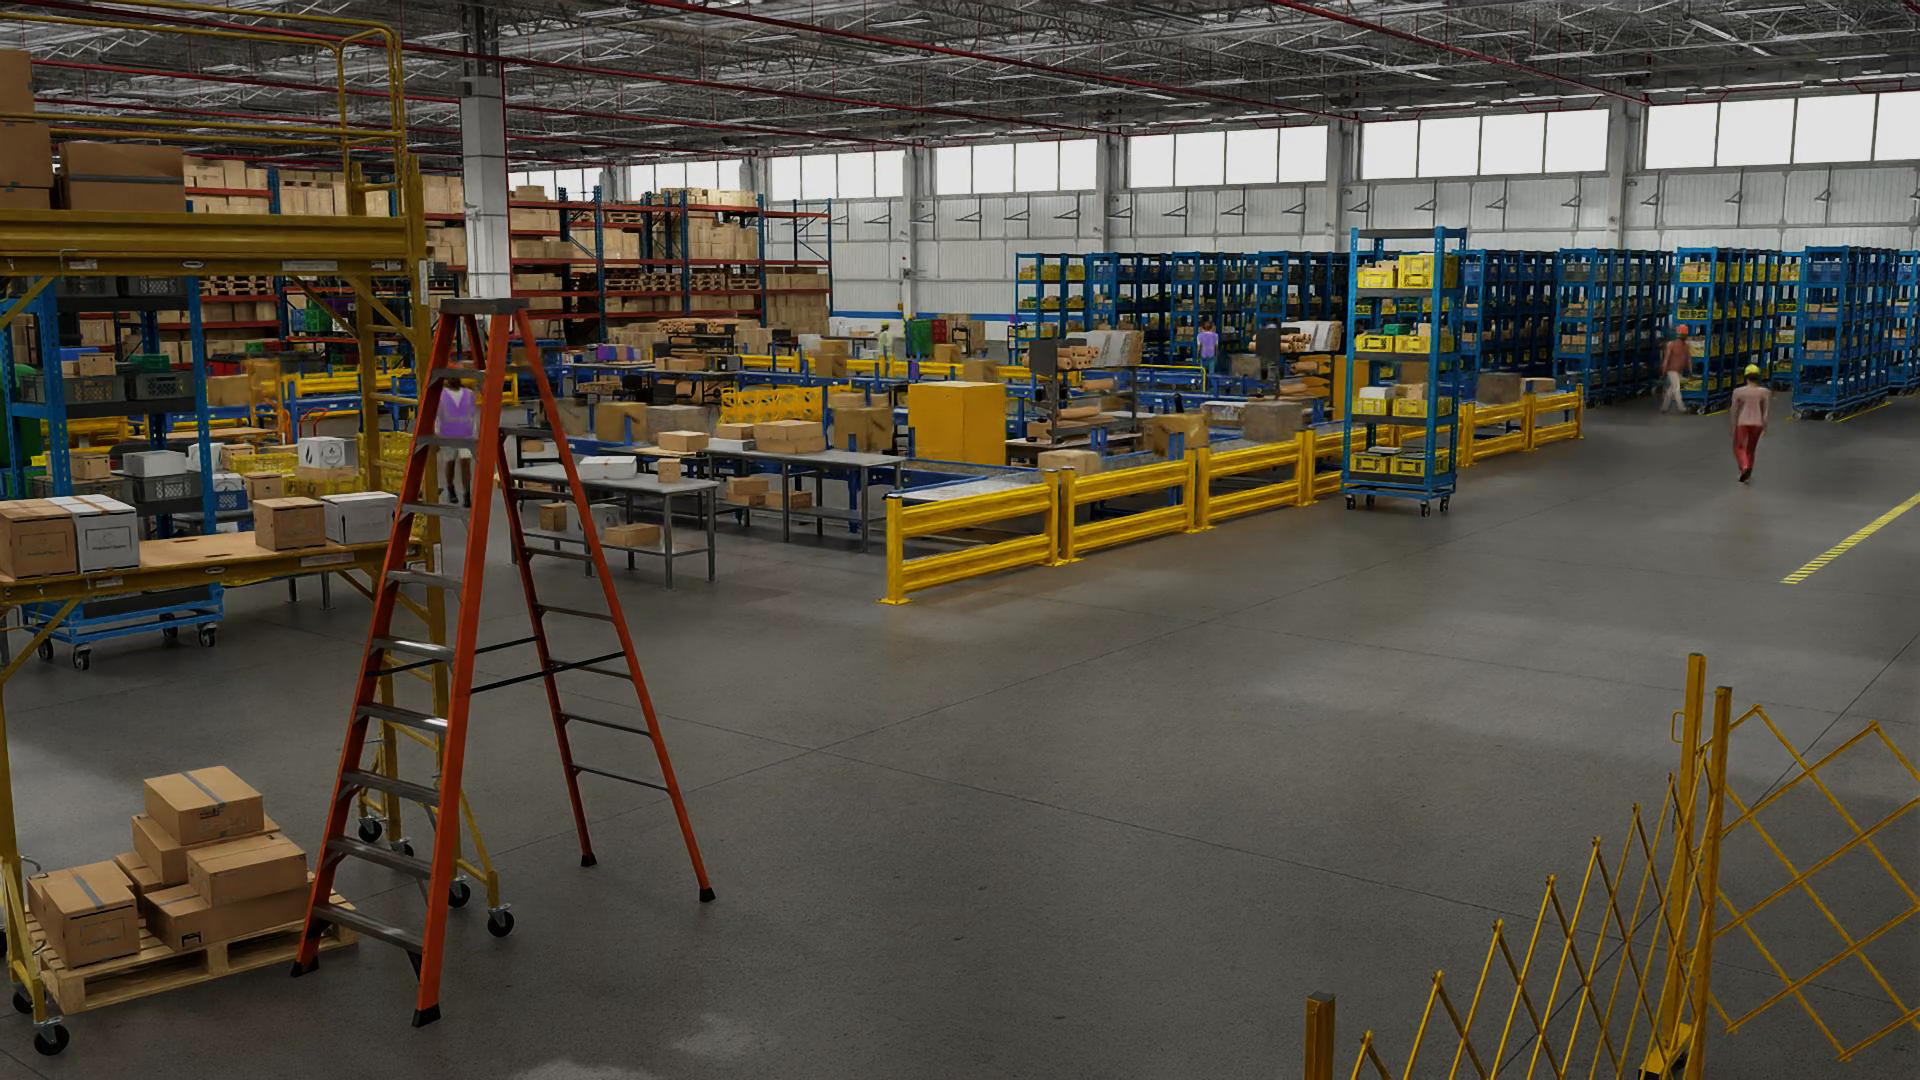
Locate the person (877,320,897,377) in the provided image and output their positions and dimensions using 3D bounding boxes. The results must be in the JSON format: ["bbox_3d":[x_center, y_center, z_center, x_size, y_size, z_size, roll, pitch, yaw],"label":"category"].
[{"bbox_3d":[-1.924,-4.947,44.299,0.669,1.802,0.593,6,11,32],"label":"person"}]

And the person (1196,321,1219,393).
[{"bbox_3d":[6.229,-4.588,41.875,0.565,1.850,0.390,-2,9,-10],"label":"person"}]

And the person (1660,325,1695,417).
[{"bbox_3d":[15.268,-3.568,35.242,0.618,1.930,1.024,-4,10,-24],"label":"person"}]

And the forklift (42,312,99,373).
[{"bbox_3d":[-23.779,-5.451,44.052,1.873,2.768,1.129,7,11,36],"label":"forklift"}]

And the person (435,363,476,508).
[{"bbox_3d":[-6.593,-1.377,21.725,0.562,1.893,0.999,-5,10,-26],"label":"person"}]

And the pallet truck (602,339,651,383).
[{"bbox_3d":[-8.991,-4.871,45.351,0.653,1.274,1.630,7,11,37],"label":"pallet truck"}]

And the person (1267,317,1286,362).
[{"bbox_3d":[8.543,-5.157,44.855,0.625,2.033,0.554,8,12,39],"label":"person"}]

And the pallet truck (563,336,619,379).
[{"bbox_3d":[-10.690,-5.294,48.215,1.601,1.201,0.680,-5,10,-26],"label":"pallet truck"}]

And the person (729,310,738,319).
[{"bbox_3d":[-7.329,-6.553,54.124,0.986,1.852,0.664,-7,12,-38],"label":"person"}]

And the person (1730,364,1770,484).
[{"bbox_3d":[11.309,-1.645,23.816,0.530,1.753,0.505,1,9,8],"label":"person"}]

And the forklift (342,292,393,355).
[{"bbox_3d":[-16.485,-5.622,45.120,1.129,2.768,1.873,7,11,37],"label":"forklift"}]
